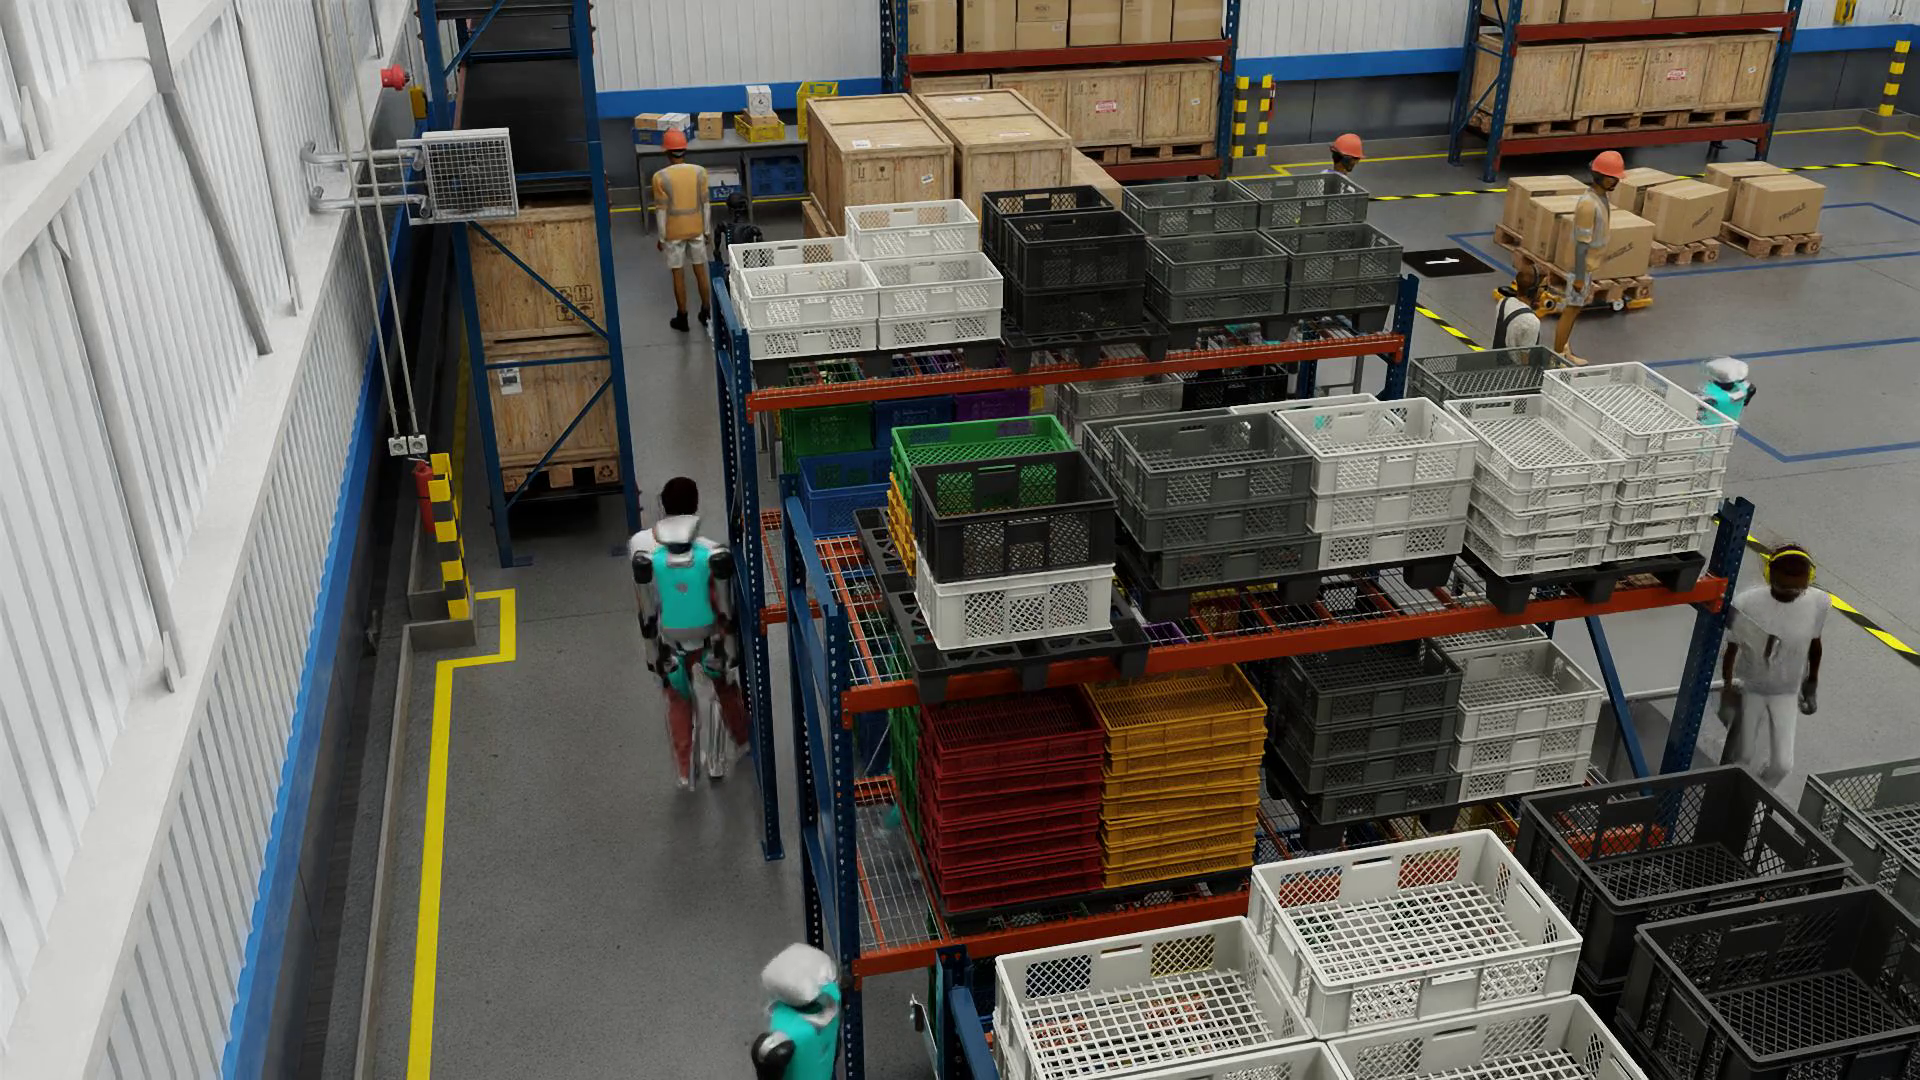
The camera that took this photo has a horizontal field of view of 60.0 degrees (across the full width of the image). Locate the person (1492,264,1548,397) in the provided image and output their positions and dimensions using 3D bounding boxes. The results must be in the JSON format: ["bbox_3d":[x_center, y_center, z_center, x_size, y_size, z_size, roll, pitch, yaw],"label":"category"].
[{"bbox_3d":[4.199,-1.210,12.663,0.347,1.840,0.500,-7,29,-13],"label":"person"}]

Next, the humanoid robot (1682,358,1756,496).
[{"bbox_3d":[4.895,-0.510,11.496,0.548,1.754,1.058,-15,32,-27],"label":"humanoid robot"}]

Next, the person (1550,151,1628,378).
[{"bbox_3d":[5.591,-2.452,14.800,0.386,2.039,0.613,14,31,25],"label":"person"}]

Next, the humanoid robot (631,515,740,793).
[{"bbox_3d":[-1.497,0.587,9.368,0.543,1.801,0.712,-2,28,-4],"label":"humanoid robot"}]

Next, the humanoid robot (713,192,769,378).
[{"bbox_3d":[-1.960,-2.285,14.852,0.599,1.659,0.315,15,31,25],"label":"humanoid robot"}]

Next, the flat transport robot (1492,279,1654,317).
[{"bbox_3d":[6.178,-2.496,16.752,1.431,0.197,0.652,-7,28,-12],"label":"flat transport robot"}]

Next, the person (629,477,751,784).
[{"bbox_3d":[-1.482,0.452,9.455,0.635,1.892,0.767,7,28,12],"label":"person"}]

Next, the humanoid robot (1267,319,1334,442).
[{"bbox_3d":[2.636,-1.230,12.762,0.678,1.762,0.537,-4,28,-7],"label":"humanoid robot"}]

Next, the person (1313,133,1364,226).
[{"bbox_3d":[3.455,-2.721,15.315,0.378,2.037,0.605,-10,29,-18],"label":"person"}]

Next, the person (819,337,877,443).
[{"bbox_3d":[-0.824,-0.922,12.108,0.429,1.842,0.633,-8,29,-15],"label":"person"}]

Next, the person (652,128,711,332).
[{"bbox_3d":[-2.648,-2.956,15.867,0.550,1.934,0.371,-15,31,-26],"label":"person"}]

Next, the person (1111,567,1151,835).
[{"bbox_3d":[0.801,0.896,8.637,0.334,1.864,0.517,-6,28,-11],"label":"person"}]

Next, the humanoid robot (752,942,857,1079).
[{"bbox_3d":[-0.792,2.189,6.307,0.902,1.737,0.552,14,31,25],"label":"humanoid robot"}]

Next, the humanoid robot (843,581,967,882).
[{"bbox_3d":[-0.374,1.094,8.462,0.884,1.837,0.557,-12,30,-22],"label":"humanoid robot"}]

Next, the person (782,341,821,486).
[{"bbox_3d":[-1.246,-1.119,12.564,0.324,1.765,0.529,-11,30,-19],"label":"person"}]

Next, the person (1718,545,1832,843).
[{"bbox_3d":[4.276,0.824,8.801,0.562,1.838,0.428,5,28,10],"label":"person"}]

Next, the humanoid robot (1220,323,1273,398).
[{"bbox_3d":[2.370,-1.450,13.260,0.770,1.814,0.550,-4,28,-8],"label":"humanoid robot"}]
